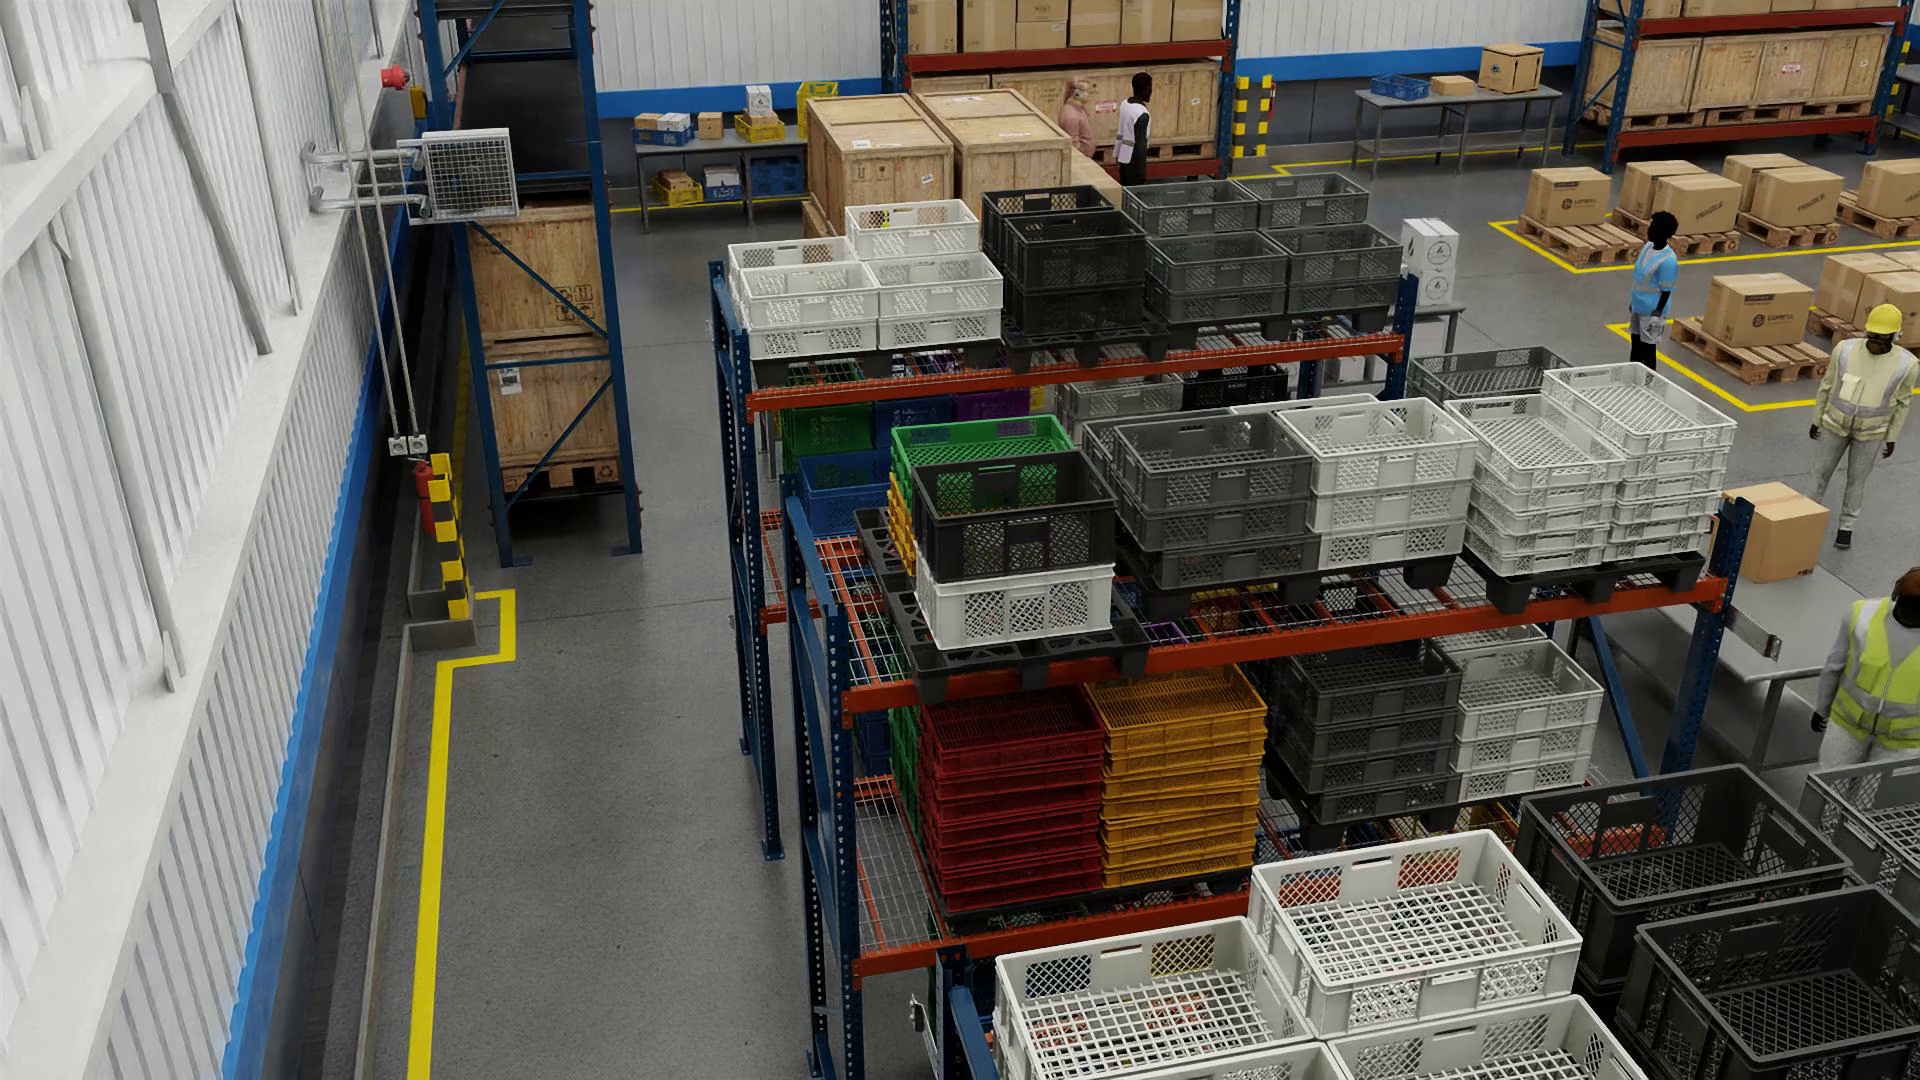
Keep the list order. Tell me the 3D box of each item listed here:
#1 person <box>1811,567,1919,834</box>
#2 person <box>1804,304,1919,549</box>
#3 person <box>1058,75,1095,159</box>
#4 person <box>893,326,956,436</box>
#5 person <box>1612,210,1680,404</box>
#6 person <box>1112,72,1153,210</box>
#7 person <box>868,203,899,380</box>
[{"bbox_3d":[4.712,0.951,8.542,0.634,1.839,0.429,20,34,33],"label":"person"},{"bbox_3d":[6.407,-0.819,11.906,0.586,1.835,0.403,18,33,30],"label":"person"},{"bbox_3d":[1.245,-4.033,17.923,0.410,1.913,0.642,0,28,0],"label":"person"},{"bbox_3d":[-0.274,-0.934,12.074,0.572,1.883,0.356,-23,35,-36],"label":"person"},{"bbox_3d":[5.901,-1.993,14.278,0.321,1.697,0.529,-1,28,-2],"label":"person"},{"bbox_3d":[1.871,-4.114,18.083,0.389,1.911,0.591,-7,29,-14],"label":"person"},{"bbox_3d":[-0.629,-1.907,13.932,0.328,1.872,0.508,-8,29,-15],"label":"person"}]
